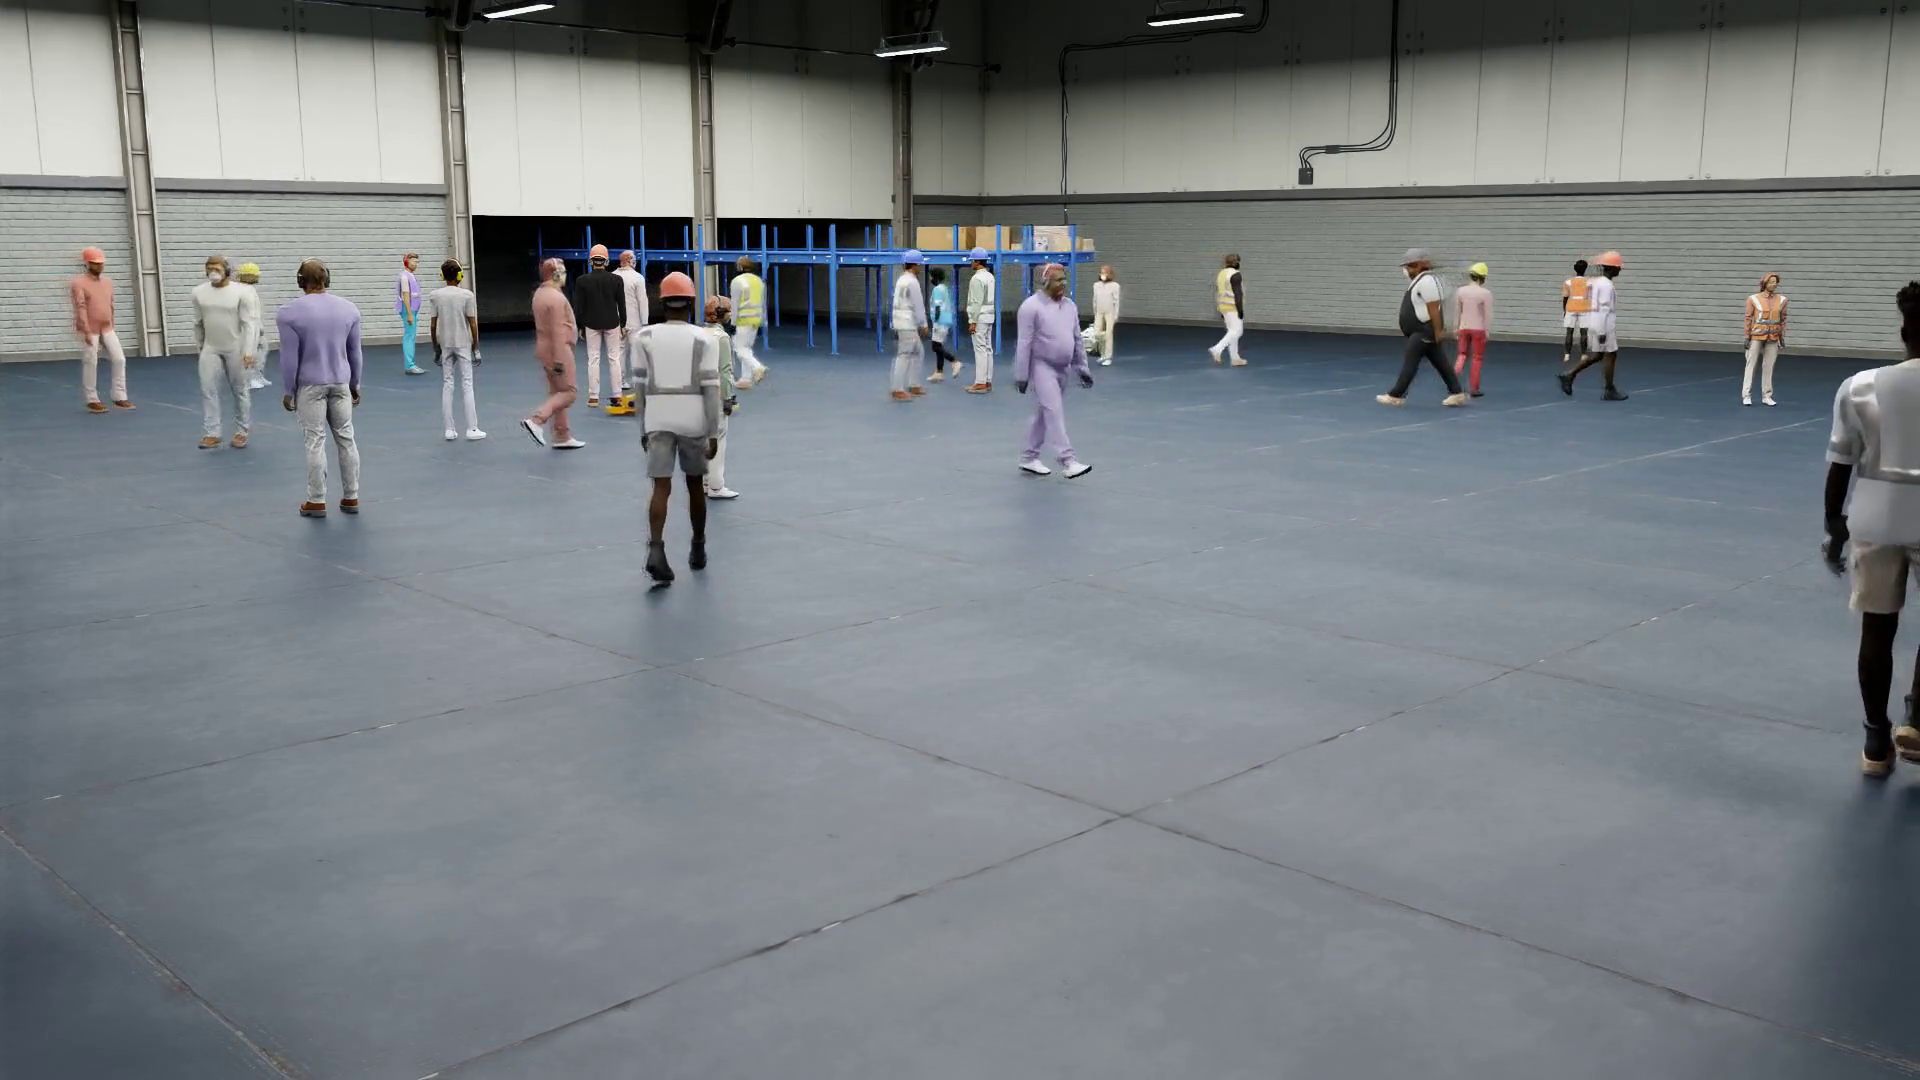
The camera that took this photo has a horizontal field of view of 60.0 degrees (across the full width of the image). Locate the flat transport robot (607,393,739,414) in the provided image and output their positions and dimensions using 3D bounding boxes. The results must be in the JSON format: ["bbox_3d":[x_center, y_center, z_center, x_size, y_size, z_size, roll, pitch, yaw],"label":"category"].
[{"bbox_3d":[-3.427,-1.639,19.912,1.431,0.197,0.652,1,10,7],"label":"flat transport robot"}]

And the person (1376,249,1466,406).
[{"bbox_3d":[5.825,-2.670,20.703,1.096,2.000,0.690,2,11,13],"label":"person"}]

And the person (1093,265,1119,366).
[{"bbox_3d":[2.373,-3.656,27.100,0.510,1.617,0.357,7,12,33],"label":"person"}]

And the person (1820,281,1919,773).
[{"bbox_3d":[3.724,-0.046,6.512,0.646,1.950,0.419,7,13,34],"label":"person"}]

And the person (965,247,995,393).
[{"bbox_3d":[0.277,-2.974,22.497,0.388,1.947,0.612,4,11,19],"label":"person"}]

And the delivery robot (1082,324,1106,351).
[{"bbox_3d":[2.342,-3.589,29.515,0.477,0.478,0.707,5,11,24],"label":"delivery robot"}]

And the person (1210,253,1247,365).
[{"bbox_3d":[4.396,-3.747,27.037,0.668,1.826,0.664,-2,11,-13],"label":"person"}]

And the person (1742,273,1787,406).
[{"bbox_3d":[10.030,-2.501,20.748,0.522,1.645,0.306,0,10,2],"label":"person"}]

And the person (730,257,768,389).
[{"bbox_3d":[-2.906,-2.987,22.925,0.572,1.820,0.637,6,12,28],"label":"person"}]

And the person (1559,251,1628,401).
[{"bbox_3d":[8.239,-2.766,21.477,0.786,1.914,0.557,1,10,7],"label":"person"}]

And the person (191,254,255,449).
[{"bbox_3d":[-7.274,-1.836,16.359,0.647,1.910,0.846,0,10,0],"label":"person"}]

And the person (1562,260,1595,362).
[{"bbox_3d":[10.347,-3.826,27.834,0.532,1.696,0.319,5,11,25],"label":"person"}]

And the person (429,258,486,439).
[{"bbox_3d":[-5.241,-1.985,17.313,0.518,1.874,0.327,1,10,4],"label":"person"}]

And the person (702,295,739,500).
[{"bbox_3d":[-1.971,-1.155,13.451,0.318,1.628,0.508,-6,12,-29],"label":"person"}]

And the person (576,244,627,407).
[{"bbox_3d":[-4.447,-2.660,20.658,0.614,1.994,0.381,-3,11,-15],"label":"person"}]

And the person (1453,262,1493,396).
[{"bbox_3d":[6.719,-2.757,21.819,0.492,1.752,0.546,-9,14,-41],"label":"person"}]

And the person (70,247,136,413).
[{"bbox_3d":[-10.227,-2.499,19.837,0.747,1.964,0.620,5,12,25],"label":"person"}]

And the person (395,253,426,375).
[{"bbox_3d":[-8.424,-3.461,25.453,0.392,1.839,0.563,-2,11,-9],"label":"person"}]

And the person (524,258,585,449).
[{"bbox_3d":[-4.024,-1.825,16.393,0.563,1.890,0.650,-7,12,-32],"label":"person"}]

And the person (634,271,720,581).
[{"bbox_3d":[-1.760,-0.707,10.312,0.543,1.897,0.922,0,10,-2],"label":"person"}]

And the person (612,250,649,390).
[{"bbox_3d":[-4.528,-3.013,22.828,0.652,1.904,0.402,5,12,26],"label":"person"}]

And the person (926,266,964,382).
[{"bbox_3d":[-0.223,-3.113,23.993,0.483,1.672,0.579,2,11,11],"label":"person"}]

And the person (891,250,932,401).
[{"bbox_3d":[-0.588,-2.745,21.340,0.706,1.918,0.619,-2,11,-12],"label":"person"}]

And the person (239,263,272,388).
[{"bbox_3d":[-9.796,-2.983,23.152,0.534,1.724,0.502,-6,12,-30],"label":"person"}]

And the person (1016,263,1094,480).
[{"bbox_3d":[0.858,-1.463,14.479,0.660,1.855,0.976,-10,14,-43],"label":"person"}]

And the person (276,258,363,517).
[{"bbox_3d":[-4.843,-1.159,12.628,0.631,1.940,0.372,-10,14,-42],"label":"person"}]
